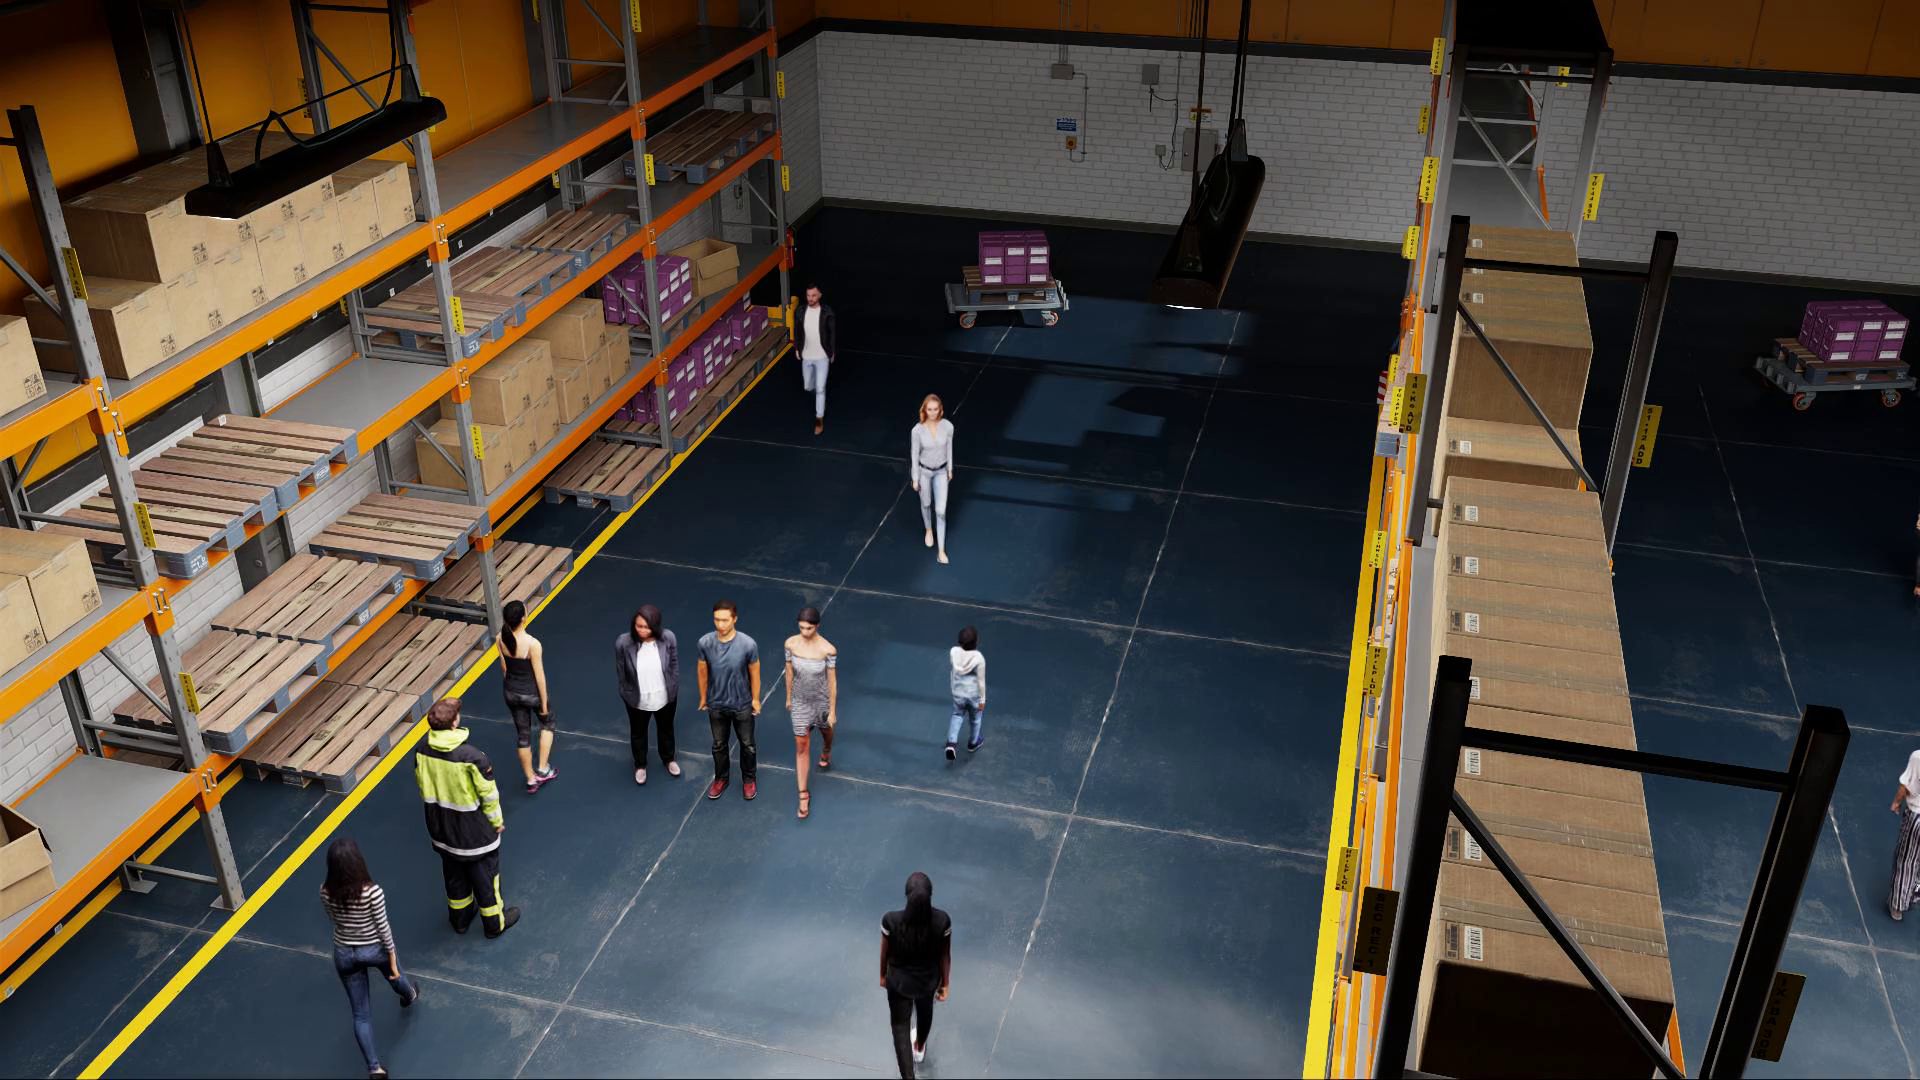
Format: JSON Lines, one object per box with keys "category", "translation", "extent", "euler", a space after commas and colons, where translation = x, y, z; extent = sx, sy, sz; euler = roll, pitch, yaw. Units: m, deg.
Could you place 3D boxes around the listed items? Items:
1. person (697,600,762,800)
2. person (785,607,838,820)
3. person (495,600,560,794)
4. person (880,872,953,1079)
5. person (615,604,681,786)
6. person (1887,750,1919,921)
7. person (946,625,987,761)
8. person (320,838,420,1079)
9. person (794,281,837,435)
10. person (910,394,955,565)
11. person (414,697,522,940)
{"category": "person", "translation": [-1.842, 1.267, 13.357], "extent": [0.692, 1.810, 0.604], "euler": [2, 29, 4]}
{"category": "person", "translation": [-1.142, 1.274, 13.384], "extent": [0.697, 1.771, 1.141], "euler": [5, 29, 9]}
{"category": "person", "translation": [-3.548, 1.308, 13.378], "extent": [0.569, 1.718, 0.593], "euler": [6, 29, 11]}
{"category": "person", "translation": [-0.291, 2.854, 10.556], "extent": [0.914, 1.706, 1.179], "euler": [-4, 29, -8]}
{"category": "person", "translation": [-2.536, 1.241, 13.627], "extent": [0.799, 1.597, 0.837], "euler": [-10, 30, -17]}
{"category": "person", "translation": [7.050, 2.062, 12.057], "extent": [0.749, 1.659, 0.772], "euler": [11, 30, 19]}
{"category": "person", "translation": [0.029, 1.290, 13.902], "extent": [0.533, 1.248, 0.764], "euler": [11, 31, 20]}
{"category": "person", "translation": [-3.855, 2.771, 10.670], "extent": [0.827, 1.742, 1.188], "euler": [0, 29, 0]}
{"category": "person", "translation": [-1.699, -2.211, 19.726], "extent": [0.736, 1.816, 1.008], "euler": [3, 29, 6]}
{"category": "person", "translation": [-0.303, -0.694, 17.003], "extent": [0.884, 1.760, 1.179], "euler": [-3, 29, -6]}
{"category": "person", "translation": [-3.555, 1.978, 11.873], "extent": [0.769, 1.983, 0.633], "euler": [9, 30, 16]}
